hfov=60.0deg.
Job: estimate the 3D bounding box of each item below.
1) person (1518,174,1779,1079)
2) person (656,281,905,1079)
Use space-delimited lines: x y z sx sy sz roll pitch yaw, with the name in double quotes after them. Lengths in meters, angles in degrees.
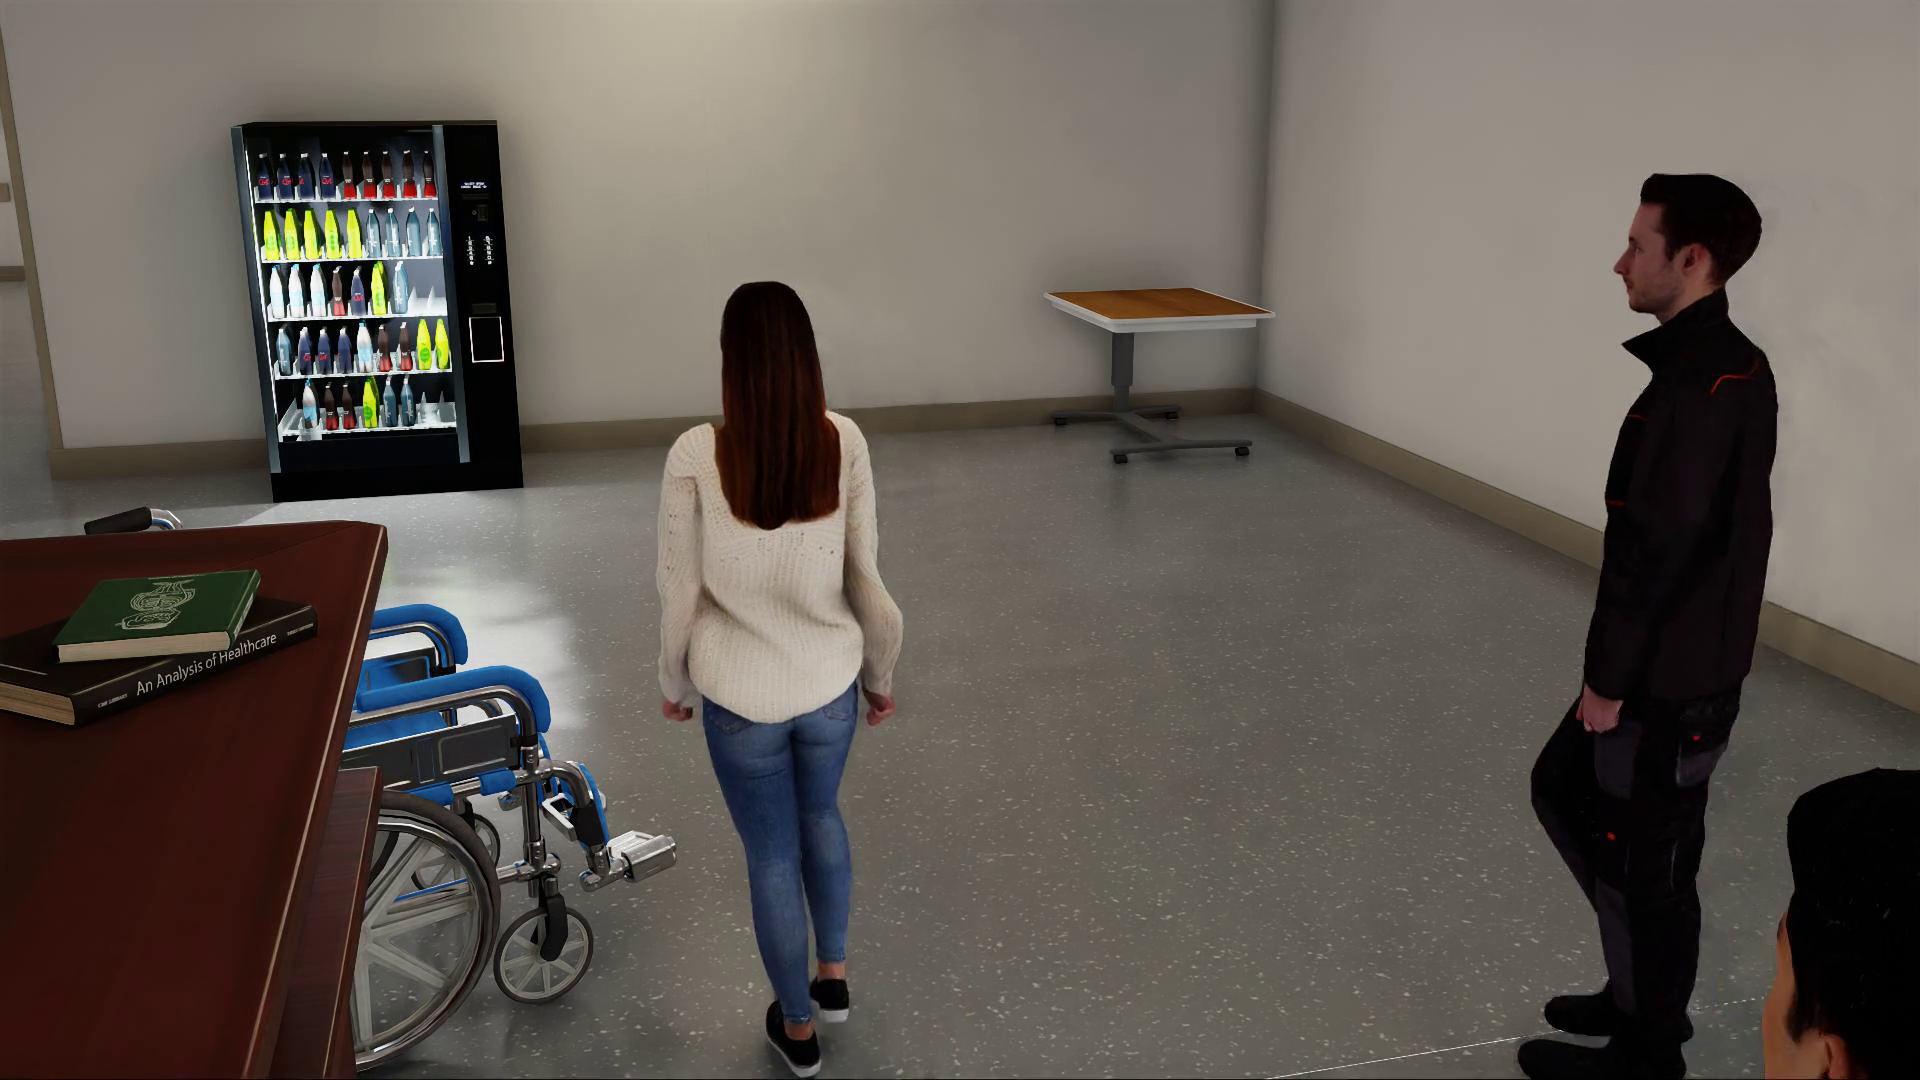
1.441 0.261 3.232 0.870 1.902 0.810 9 18 29 "person"
-0.337 0.337 3.375 0.556 1.679 0.713 -6 17 -20 "person"
